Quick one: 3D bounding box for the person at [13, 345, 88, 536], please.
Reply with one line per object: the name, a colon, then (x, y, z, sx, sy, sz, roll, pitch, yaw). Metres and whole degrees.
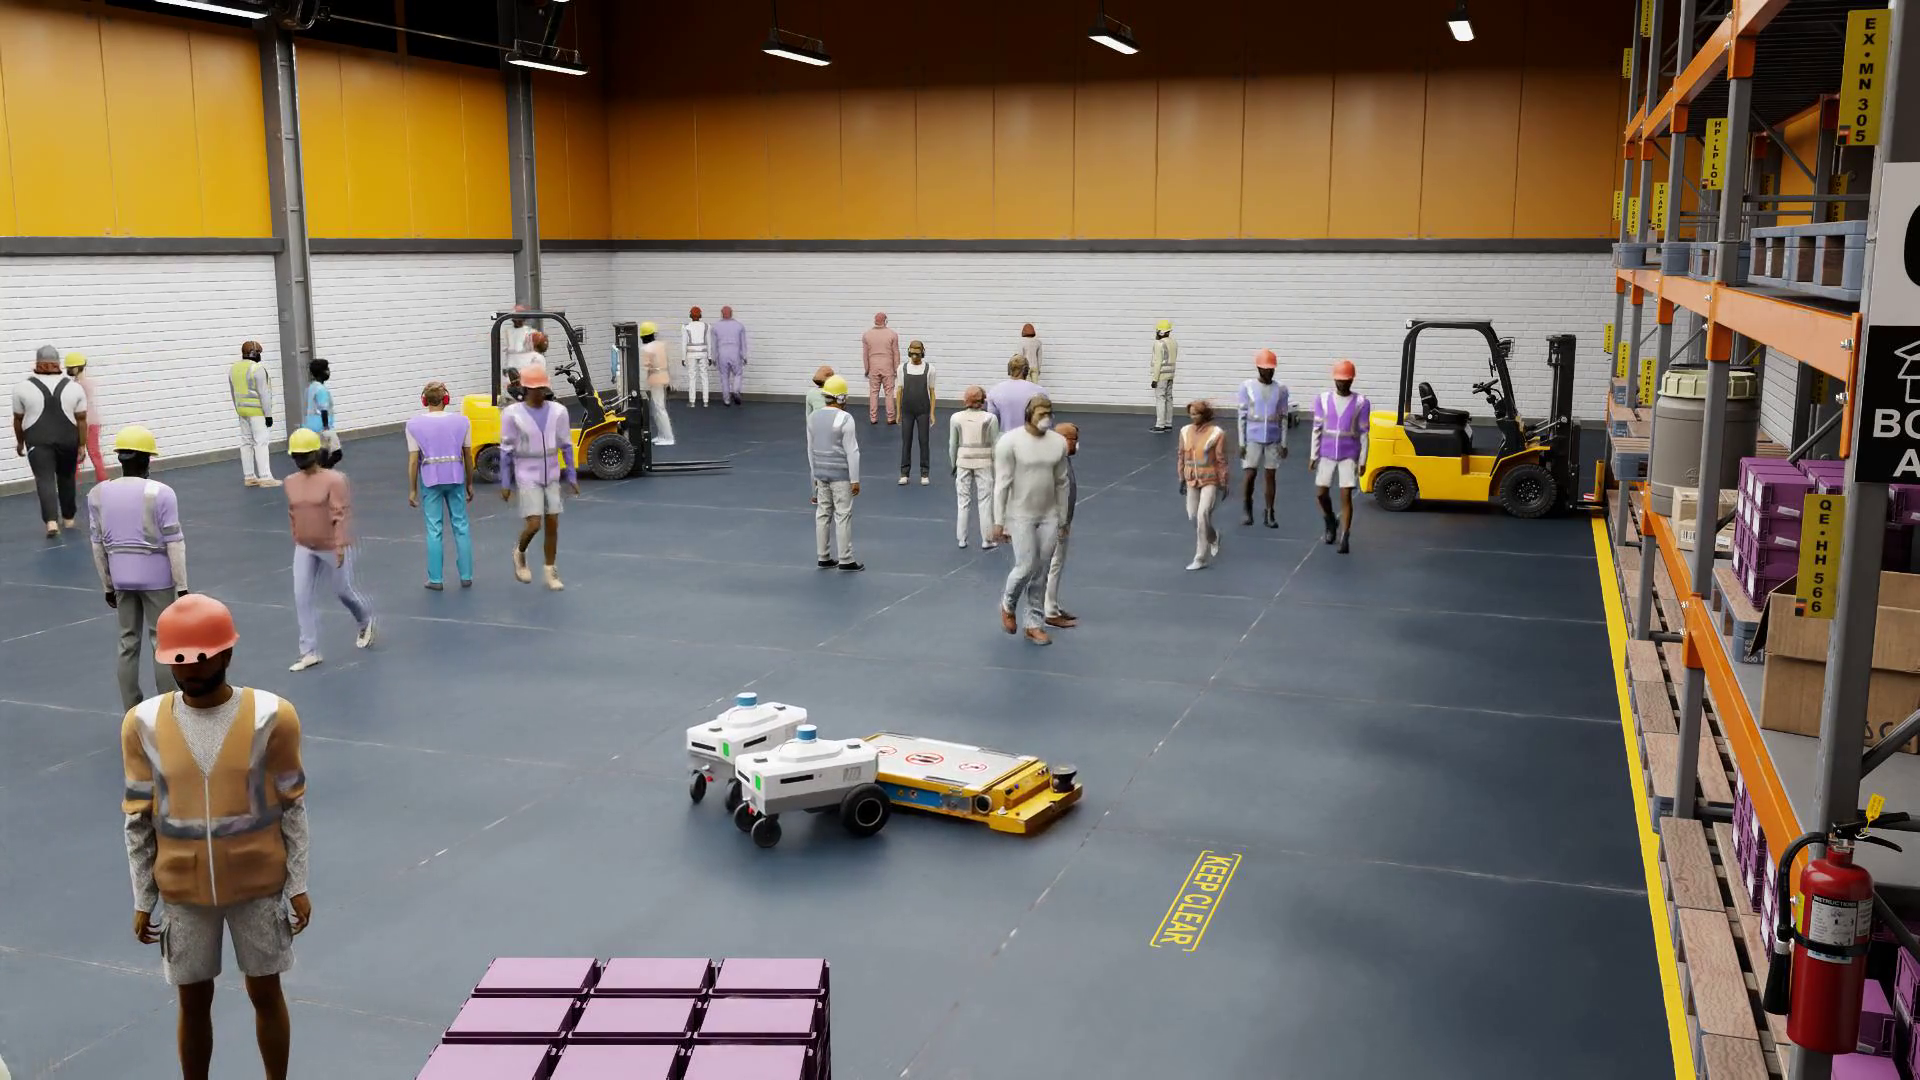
person: (-9.557, -1.081, 17.506, 0.677, 2.000, 1.001, -7, 12, -36)

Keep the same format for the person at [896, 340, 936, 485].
person: (-0.557, -1.604, 21.019, 0.504, 1.840, 0.344, 1, 10, 5)

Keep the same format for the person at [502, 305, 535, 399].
person: (-7.437, -2.957, 28.115, 0.623, 2.023, 0.529, 2, 10, 9)

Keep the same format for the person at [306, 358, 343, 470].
person: (-7.598, -1.326, 19.859, 0.365, 1.683, 0.556, -7, 12, -33)

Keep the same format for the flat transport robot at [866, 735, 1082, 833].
flat transport robot: (-0.116, 1.298, 9.093, 1.431, 0.197, 0.652, 6, 12, 30)

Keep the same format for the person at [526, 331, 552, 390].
person: (-5.885, -1.949, 22.912, 0.767, 1.863, 0.575, -5, 11, -25)

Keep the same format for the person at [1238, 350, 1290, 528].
person: (3.265, -1.077, 17.850, 0.560, 1.921, 0.448, 0, 10, -2)

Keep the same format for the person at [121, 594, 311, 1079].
person: (-2.407, 1.119, 5.409, 0.552, 1.935, 0.373, -3, 10, -14)

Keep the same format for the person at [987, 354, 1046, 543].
person: (0.590, -0.921, 16.914, 0.627, 1.934, 0.370, 3, 10, 14)

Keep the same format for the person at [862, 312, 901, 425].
person: (-1.322, -2.899, 28.131, 0.671, 1.907, 0.404, 2, 10, 11)

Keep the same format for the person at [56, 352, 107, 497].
person: (-10.601, -1.362, 19.897, 0.552, 1.739, 0.695, 8, 13, 38)

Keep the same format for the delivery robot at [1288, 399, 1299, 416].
delivery robot: (5.382, -2.203, 27.747, 0.477, 0.478, 0.707, 7, 12, 33)

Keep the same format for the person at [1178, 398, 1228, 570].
person: (2.330, -0.544, 15.713, 0.533, 1.612, 0.675, 9, 14, 42)

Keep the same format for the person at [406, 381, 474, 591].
person: (-4.559, -0.469, 14.631, 0.563, 1.839, 0.367, -6, 11, -28)

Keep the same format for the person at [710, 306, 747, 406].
person: (-4.349, -3.448, 31.232, 0.679, 1.893, 0.416, -1, 10, -7)

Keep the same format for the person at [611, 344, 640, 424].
person: (-5.650, -2.765, 28.121, 0.516, 1.640, 0.314, -6, 12, -32)

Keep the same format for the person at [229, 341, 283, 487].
person: (-8.847, -1.576, 20.879, 0.622, 1.838, 0.429, 6, 12, 29)

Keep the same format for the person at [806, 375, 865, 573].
person: (-1.145, -0.609, 15.438, 0.592, 1.833, 0.404, 8, 13, 38)

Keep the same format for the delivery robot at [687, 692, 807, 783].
delivery robot: (-1.173, 1.089, 9.206, 0.477, 0.478, 0.707, 7, 12, 35)

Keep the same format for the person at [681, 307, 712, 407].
person: (-4.929, -3.427, 31.161, 0.584, 1.882, 0.349, -4, 11, -20)

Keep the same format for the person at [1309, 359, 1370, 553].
person: (3.780, -0.850, 16.534, 0.579, 1.920, 0.602, 5, 11, 24)

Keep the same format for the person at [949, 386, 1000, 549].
person: (0.148, -0.721, 16.613, 0.523, 1.636, 0.310, 3, 10, 15)

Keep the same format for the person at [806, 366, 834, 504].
person: (-1.575, -1.218, 19.423, 0.499, 1.633, 0.279, 7, 12, 35)

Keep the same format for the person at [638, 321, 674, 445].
person: (-4.598, -2.353, 25.102, 0.561, 1.887, 0.626, 3, 11, 17)

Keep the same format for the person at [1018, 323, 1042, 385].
person: (1.236, -3.054, 29.766, 0.507, 1.631, 0.271, -6, 12, -29)

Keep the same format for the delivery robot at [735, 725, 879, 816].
delivery robot: (-0.789, 1.199, 8.587, 0.707, 0.478, 0.477, -5, 11, -27)

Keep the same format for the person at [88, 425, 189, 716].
person: (-5.081, 0.247, 10.363, 0.585, 1.922, 0.372, 1, 10, 6)

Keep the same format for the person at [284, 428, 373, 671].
person: (-4.626, 0.028, 12.120, 0.523, 1.733, 0.808, 2, 10, 12)

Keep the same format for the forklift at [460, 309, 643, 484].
forklift: (-5.354, -1.902, 21.697, 2.313, 2.155, 1.214, -2, 10, -13)

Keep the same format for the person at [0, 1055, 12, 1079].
person: (-1.965, 1.545, 2.893, 0.659, 1.971, 0.706, -3, 10, -16)

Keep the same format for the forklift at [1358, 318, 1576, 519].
forklift: (5.787, -1.437, 19.079, 2.313, 2.155, 1.214, 3, 11, 19)

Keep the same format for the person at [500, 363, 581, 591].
person: (-3.682, -0.546, 14.563, 0.642, 2.018, 0.530, -8, 13, -39)

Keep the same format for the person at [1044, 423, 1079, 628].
person: (0.810, -0.123, 13.263, 0.268, 1.630, 0.507, 1, 10, 7)

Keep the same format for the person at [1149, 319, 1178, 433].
person: (3.279, -2.651, 26.920, 0.404, 1.836, 0.599, 7, 13, 36)

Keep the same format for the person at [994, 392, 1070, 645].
person: (0.556, -0.163, 12.648, 0.639, 1.925, 0.466, -6, 12, -30)
